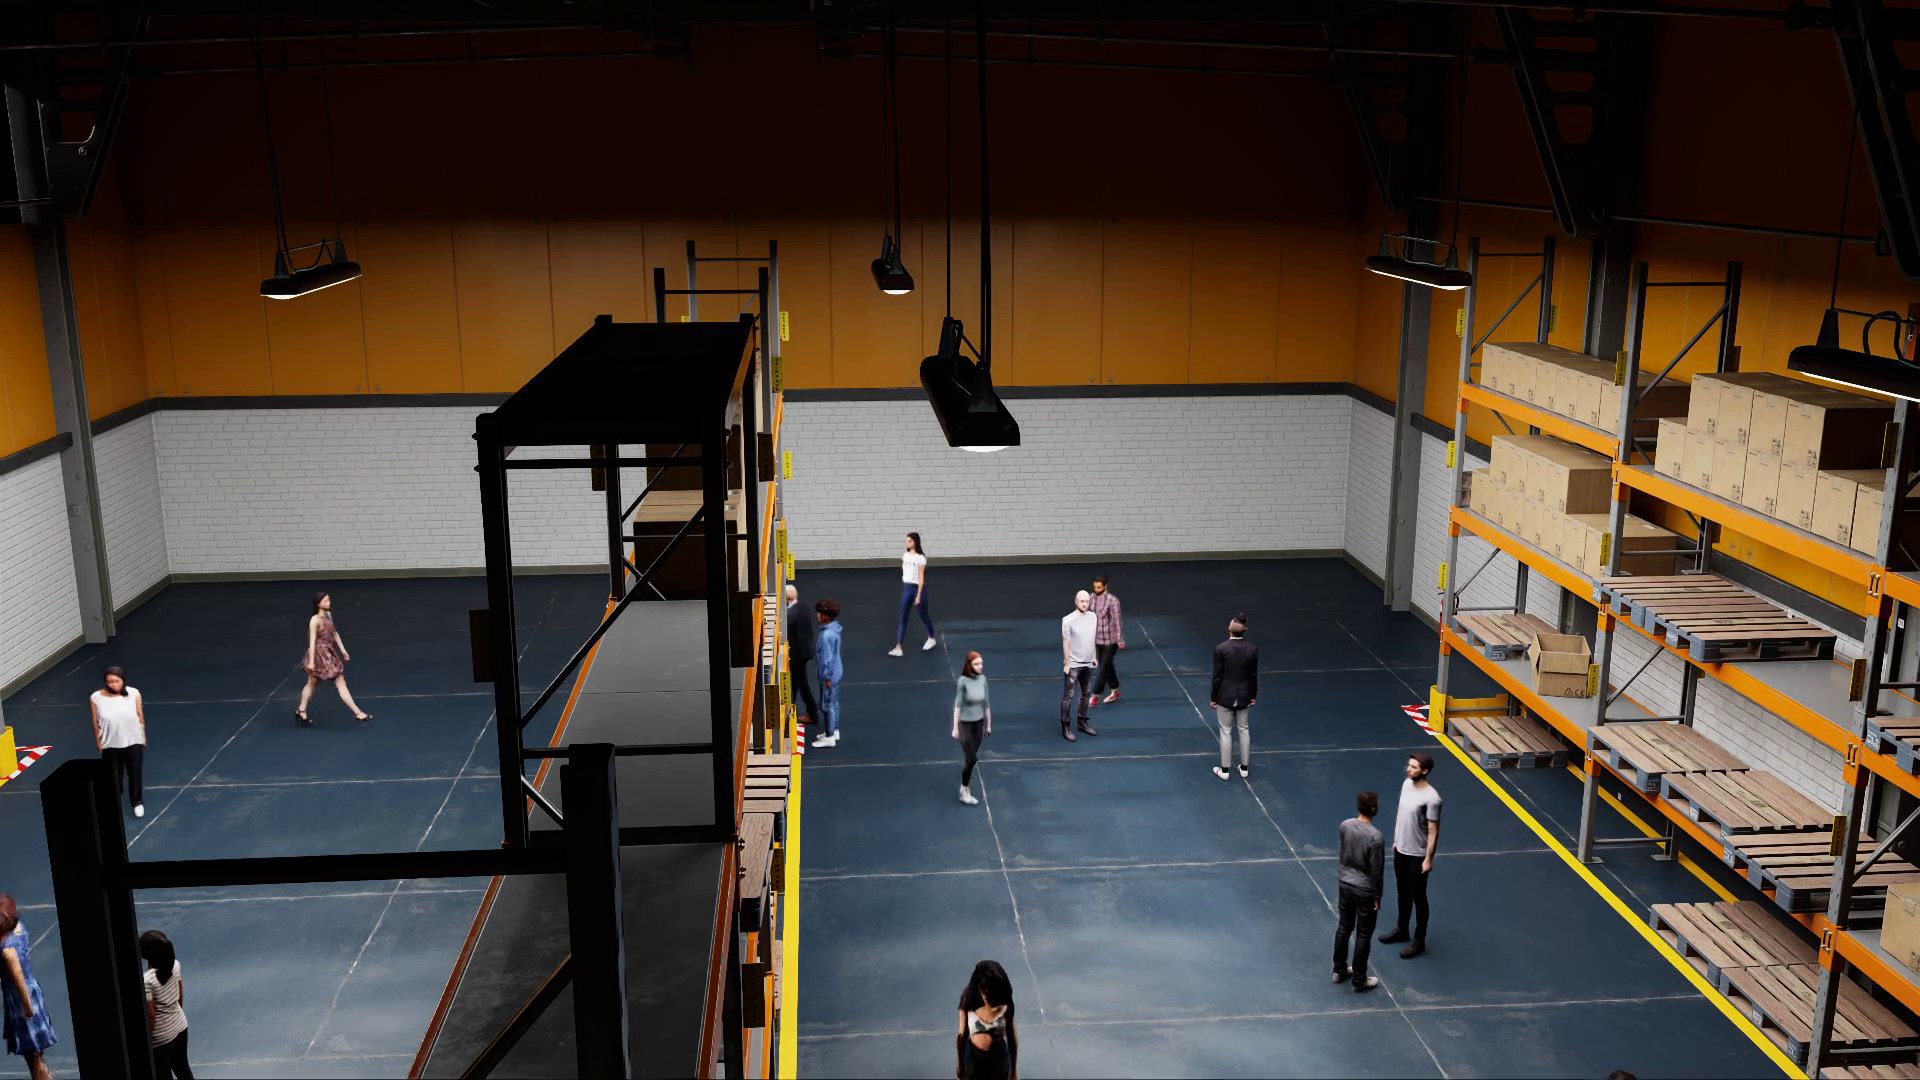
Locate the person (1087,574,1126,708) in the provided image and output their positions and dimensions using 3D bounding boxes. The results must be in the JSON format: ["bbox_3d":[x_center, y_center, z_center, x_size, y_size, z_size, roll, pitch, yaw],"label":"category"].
[{"bbox_3d":[1.922,1.263,21.348,1.104,1.727,1.091,-13,18,-42],"label":"person"}]

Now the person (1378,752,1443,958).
[{"bbox_3d":[4.054,2.772,14.825,0.782,1.863,0.592,-5,15,-20],"label":"person"}]

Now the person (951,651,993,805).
[{"bbox_3d":[0.061,2.035,18.148,0.705,1.733,0.747,-10,17,-36],"label":"person"}]

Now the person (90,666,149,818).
[{"bbox_3d":[-8.986,2.139,17.842,0.777,1.673,0.813,-8,16,-28],"label":"person"}]

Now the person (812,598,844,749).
[{"bbox_3d":[-1.539,1.567,19.932,0.773,1.801,0.578,1,14,3],"label":"person"}]

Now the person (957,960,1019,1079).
[{"bbox_3d":[0.195,3.667,11.694,0.609,1.597,0.939,0,14,-2],"label":"person"}]

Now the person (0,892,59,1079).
[{"bbox_3d":[-6.819,3.464,12.168,0.954,1.769,0.737,-11,17,-38],"label":"person"}]

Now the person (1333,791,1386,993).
[{"bbox_3d":[3.402,2.977,14.196,0.752,1.761,0.654,-11,17,-38],"label":"person"}]

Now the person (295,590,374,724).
[{"bbox_3d":[-7.902,1.499,20.416,0.754,1.707,1.164,0,14,0],"label":"person"}]

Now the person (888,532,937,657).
[{"bbox_3d":[-0.565,0.769,23.383,1.073,1.729,1.183,10,17,35],"label":"person"}]

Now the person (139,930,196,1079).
[{"bbox_3d":[-5.735,3.567,12.001,0.687,1.647,0.559,3,14,12],"label":"person"}]

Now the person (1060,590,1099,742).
[{"bbox_3d":[1.445,1.488,20.192,0.747,1.833,0.754,-9,16,-32],"label":"person"}]

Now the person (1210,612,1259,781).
[{"bbox_3d":[3.111,1.750,18.864,0.734,1.949,0.611,-3,14,-11],"label":"person"}]

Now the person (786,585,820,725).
[{"bbox_3d":[-1.922,1.440,20.527,1.062,1.769,1.061,8,16,28],"label":"person"}]
